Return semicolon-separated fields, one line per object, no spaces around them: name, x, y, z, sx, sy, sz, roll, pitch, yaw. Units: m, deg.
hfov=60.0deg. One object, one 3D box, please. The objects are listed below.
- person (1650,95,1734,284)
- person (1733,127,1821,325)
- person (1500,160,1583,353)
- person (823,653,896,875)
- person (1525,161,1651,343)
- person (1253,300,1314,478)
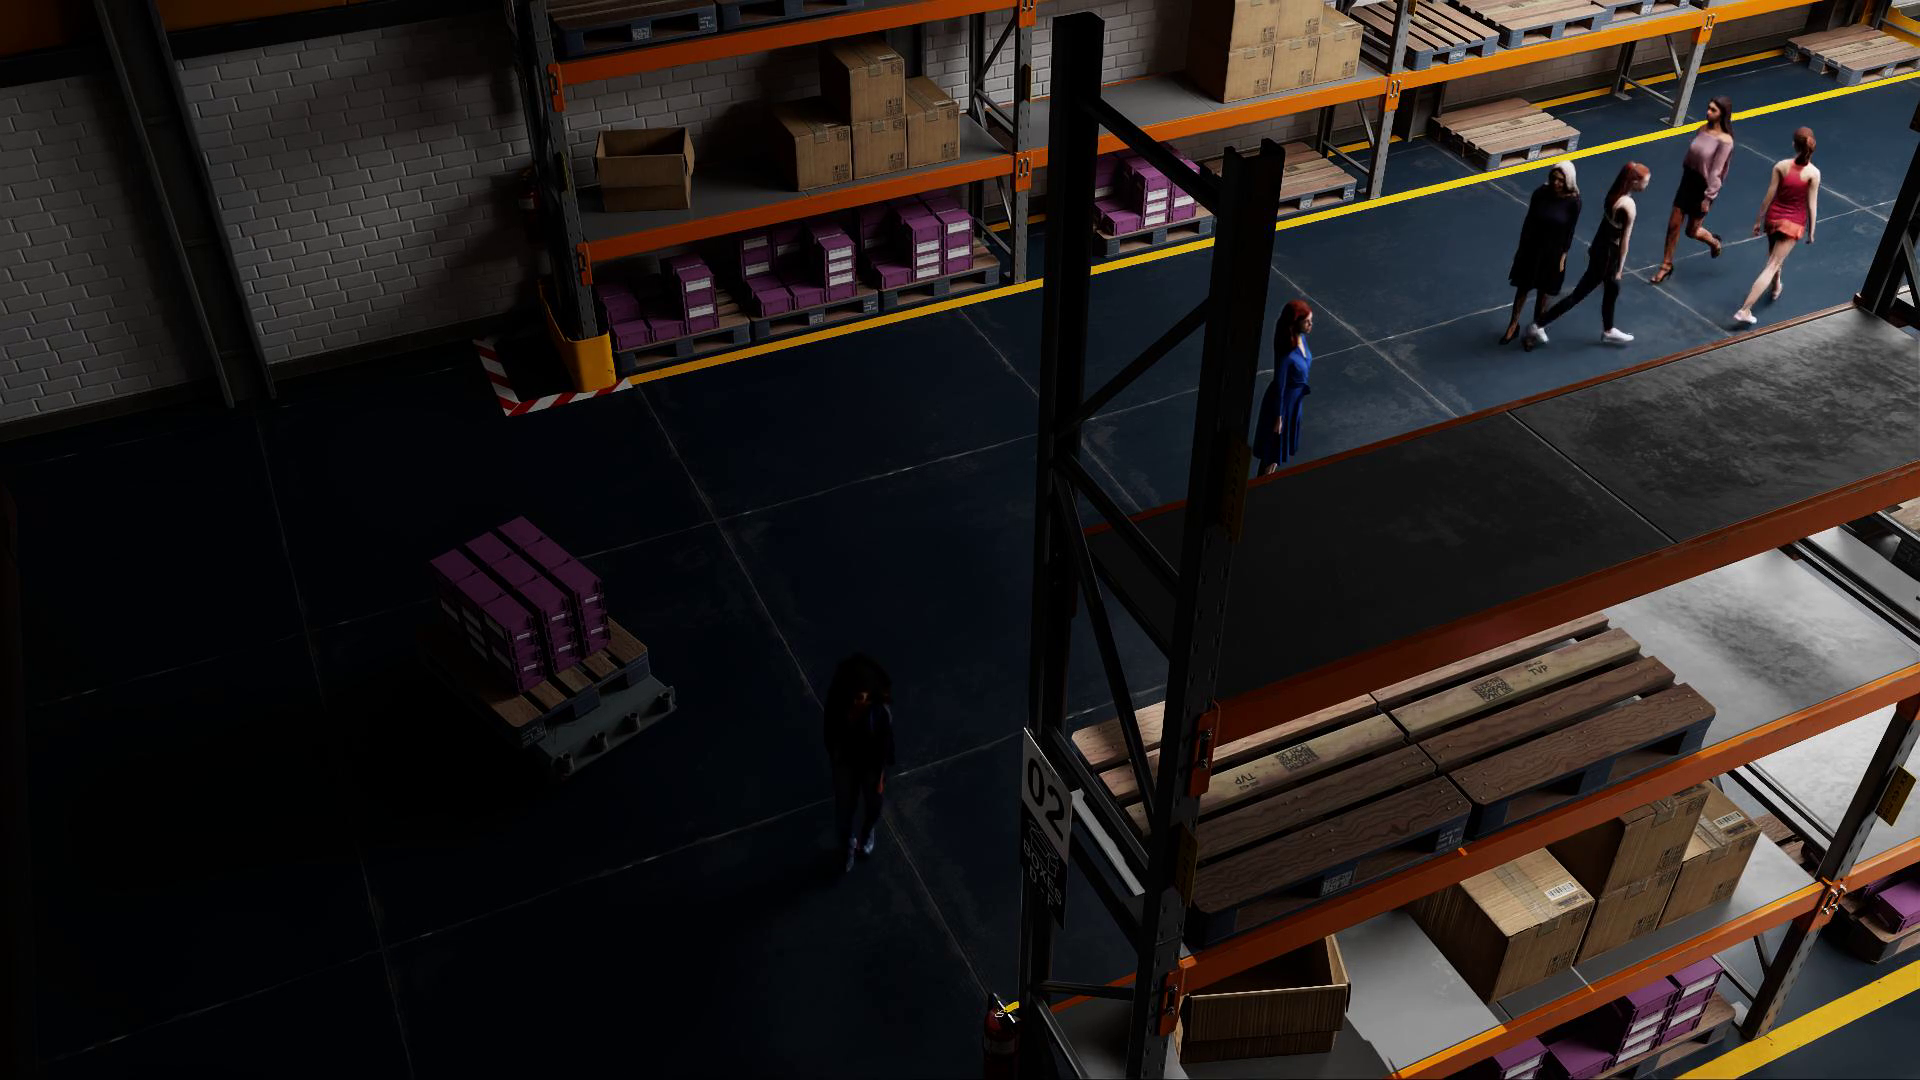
person;6.676;-3.109;14.901;0.932;1.795;0.669;-12;40;-15
person;7.107;-2.687;14.453;1.258;1.695;0.892;-27;46;-30
person;4.922;-2.400;14.052;0.701;1.747;0.730;22;43;25
person;-0.546;1.225;9.625;0.710;1.609;0.783;4;39;5
person;5.330;-2.370;14.046;1.280;1.708;1.012;0;39;0
person;2.359;-0.958;12.182;0.779;1.827;0.699;17;42;20
